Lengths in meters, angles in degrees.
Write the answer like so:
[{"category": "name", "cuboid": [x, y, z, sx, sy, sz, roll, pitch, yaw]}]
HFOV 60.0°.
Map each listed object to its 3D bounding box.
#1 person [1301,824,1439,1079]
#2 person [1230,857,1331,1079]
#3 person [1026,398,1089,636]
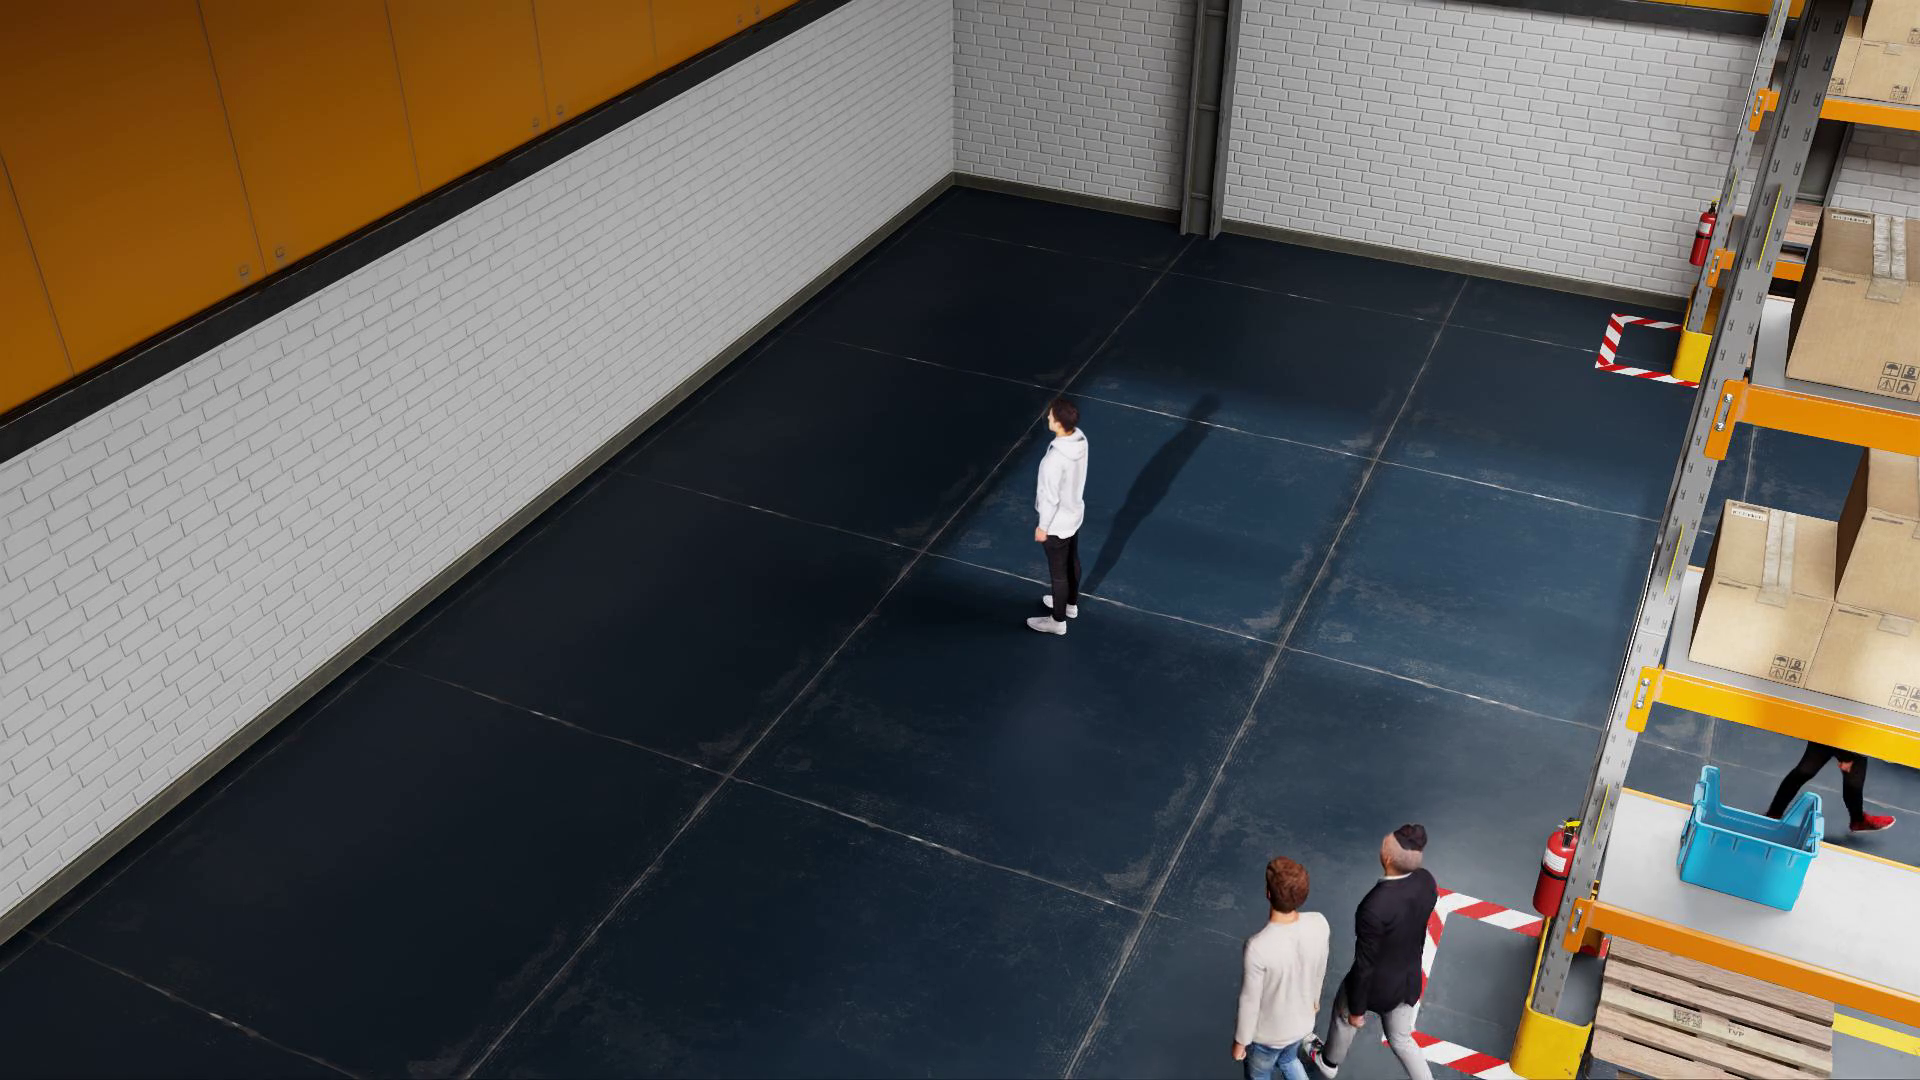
[{"category": "person", "cuboid": [2.249, 2.292, 8.488, 1.165, 1.910, 1.348, -21, 39, -28]}, {"category": "person", "cuboid": [1.640, 2.444, 8.293, 0.941, 1.873, 1.027, -19, 38, -27]}, {"category": "person", "cuboid": [0.759, -0.182, 12.191, 0.574, 1.931, 0.662, 15, 36, 21]}]
